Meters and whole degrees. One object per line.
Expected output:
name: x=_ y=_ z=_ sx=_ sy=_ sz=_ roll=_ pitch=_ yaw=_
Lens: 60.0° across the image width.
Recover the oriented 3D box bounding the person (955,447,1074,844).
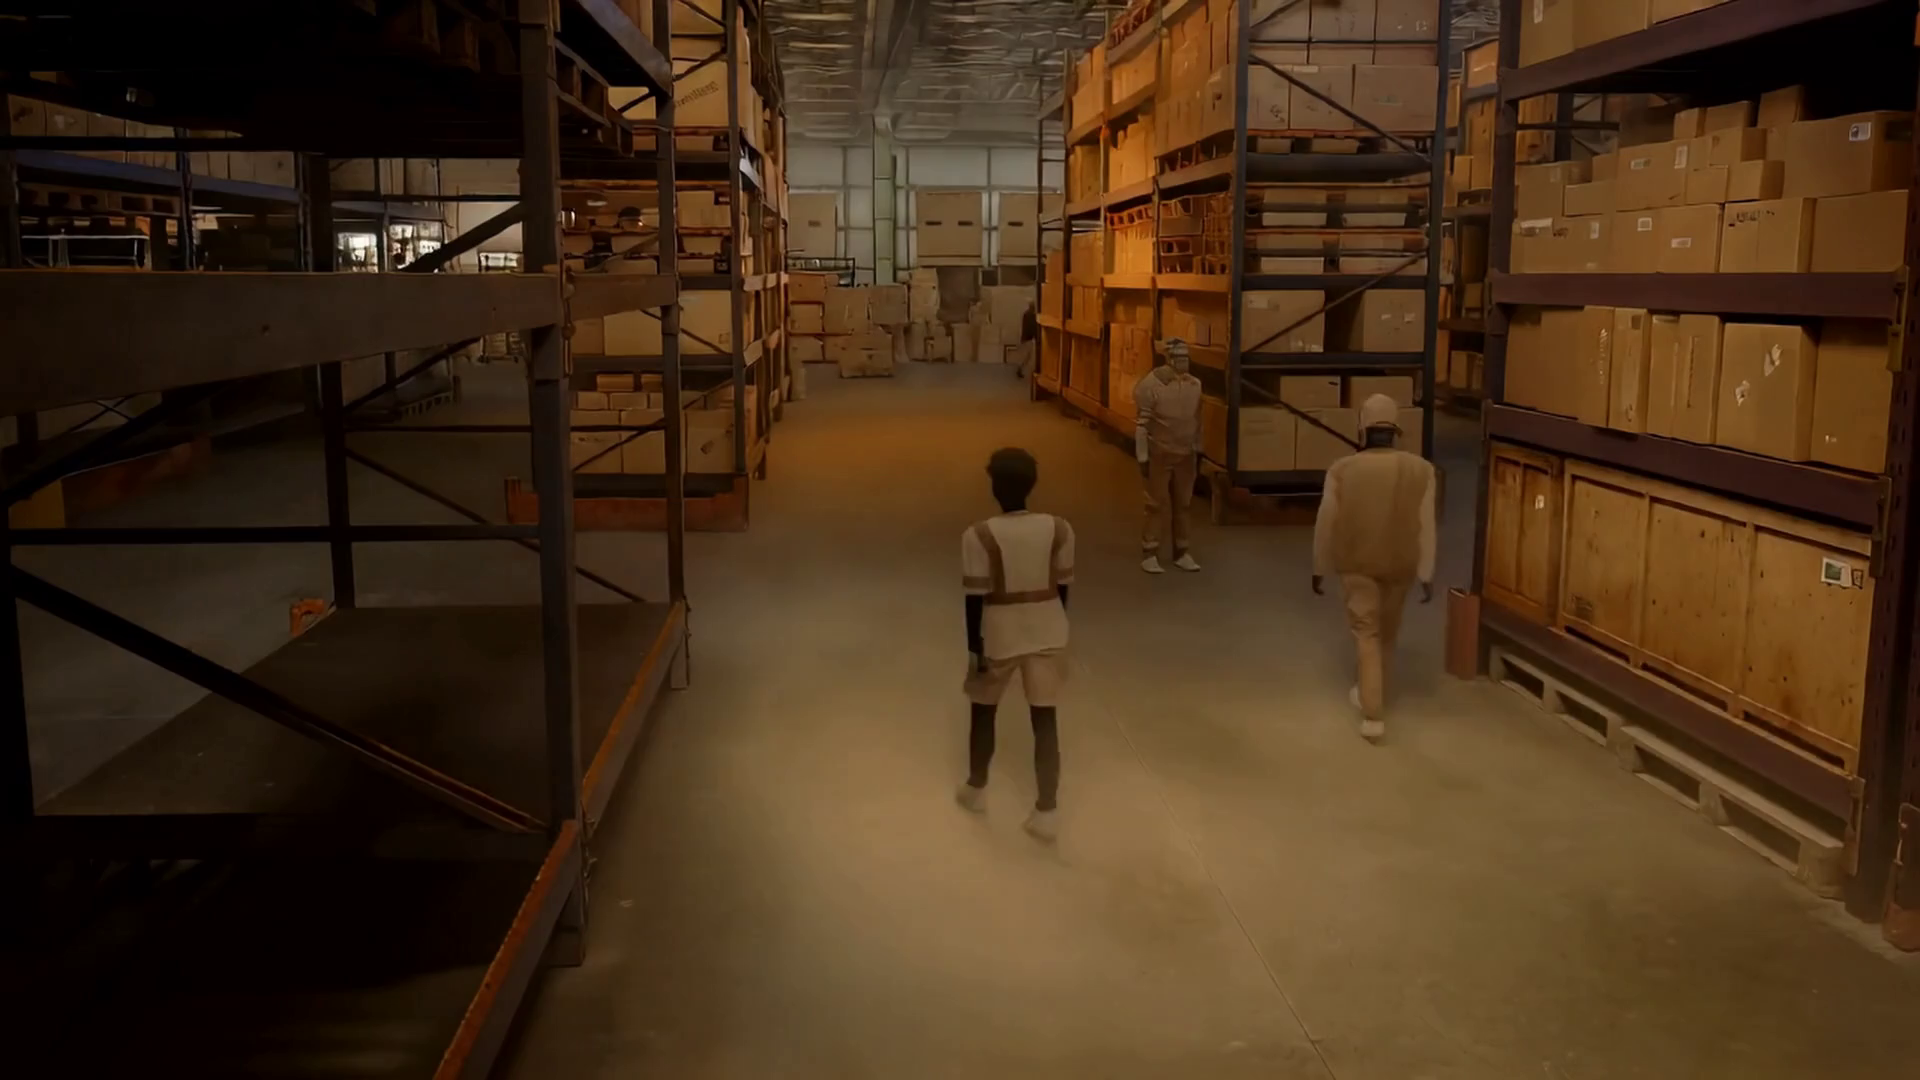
person: x=0.223 y=0.428 z=7.230 sx=0.546 sy=1.667 sz=0.785 roll=-3 pitch=9 yaw=-17

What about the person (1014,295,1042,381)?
person: x=1.606 y=-4.605 z=37.906 sx=0.881 sy=1.960 sz=0.617 roll=-5 pitch=10 yaw=-29

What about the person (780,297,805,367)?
person: x=-4.427 y=-5.315 z=42.620 sx=1.011 sy=1.887 sz=0.648 roll=3 pitch=10 yaw=20

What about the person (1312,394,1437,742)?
person: x=2.174 y=0.124 z=8.790 sx=0.613 sy=1.783 sz=0.925 roll=0 pitch=9 yaw=-1

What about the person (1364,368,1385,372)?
person: x=6.623 y=-2.735 z=26.555 sx=0.429 sy=1.844 sz=0.627 roll=5 pitch=10 yaw=28

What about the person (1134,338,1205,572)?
person: x=1.730 y=-0.689 z=13.546 sx=0.642 sy=1.900 sz=0.400 roll=-4 pitch=10 yaw=-25
